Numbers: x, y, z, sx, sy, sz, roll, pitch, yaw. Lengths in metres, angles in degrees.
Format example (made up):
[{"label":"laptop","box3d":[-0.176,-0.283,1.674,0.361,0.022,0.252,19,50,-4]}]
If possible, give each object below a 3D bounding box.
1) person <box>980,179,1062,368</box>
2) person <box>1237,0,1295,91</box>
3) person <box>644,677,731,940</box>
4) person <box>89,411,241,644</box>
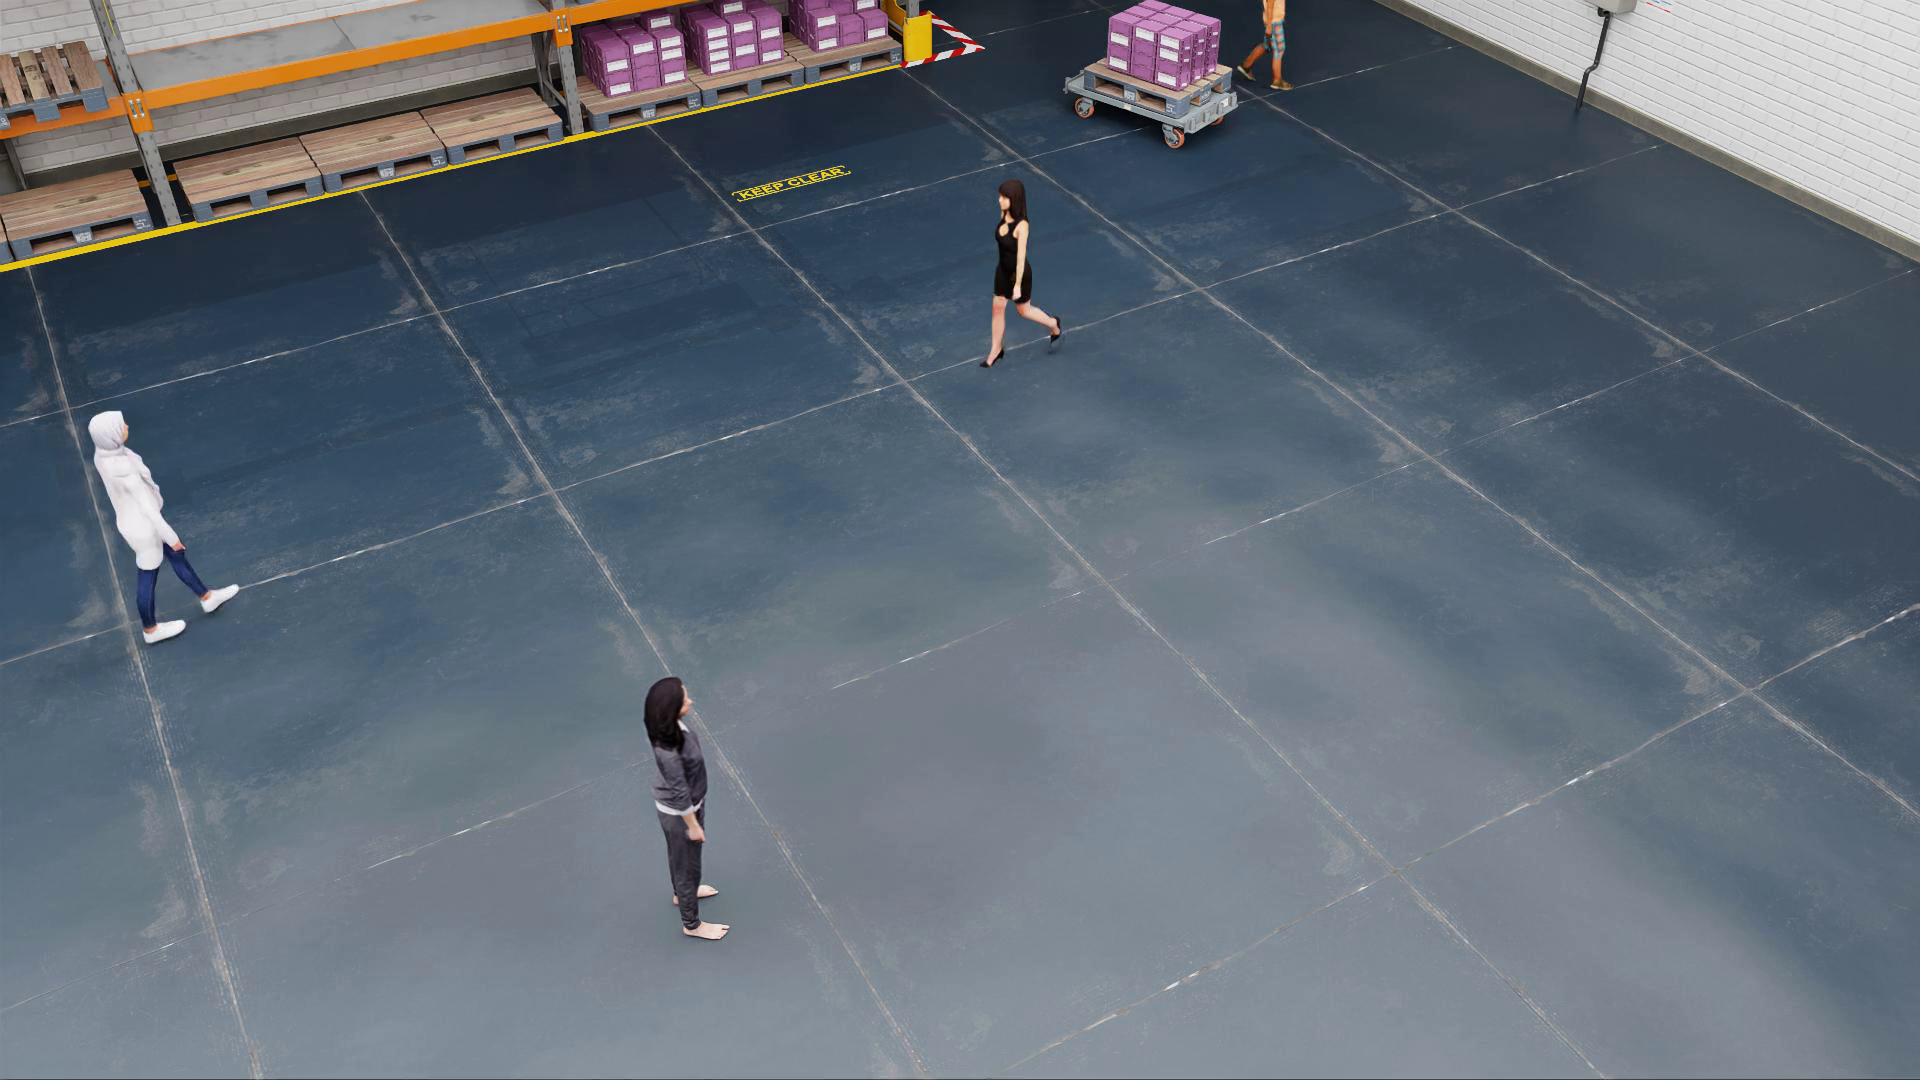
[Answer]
[{"label":"person","box3d":[0.513,-2.135,13.380,0.992,1.625,0.562,-21,43,-24]},{"label":"person","box3d":[3.304,-5.579,17.834,0.935,1.448,0.843,7,39,9]},{"label":"person","box3d":[-1.491,1.408,8.831,0.600,1.765,0.650,-10,40,-12]},{"label":"person","box3d":[-5.317,-0.033,10.645,0.944,1.753,0.727,-26,45,-29]}]
